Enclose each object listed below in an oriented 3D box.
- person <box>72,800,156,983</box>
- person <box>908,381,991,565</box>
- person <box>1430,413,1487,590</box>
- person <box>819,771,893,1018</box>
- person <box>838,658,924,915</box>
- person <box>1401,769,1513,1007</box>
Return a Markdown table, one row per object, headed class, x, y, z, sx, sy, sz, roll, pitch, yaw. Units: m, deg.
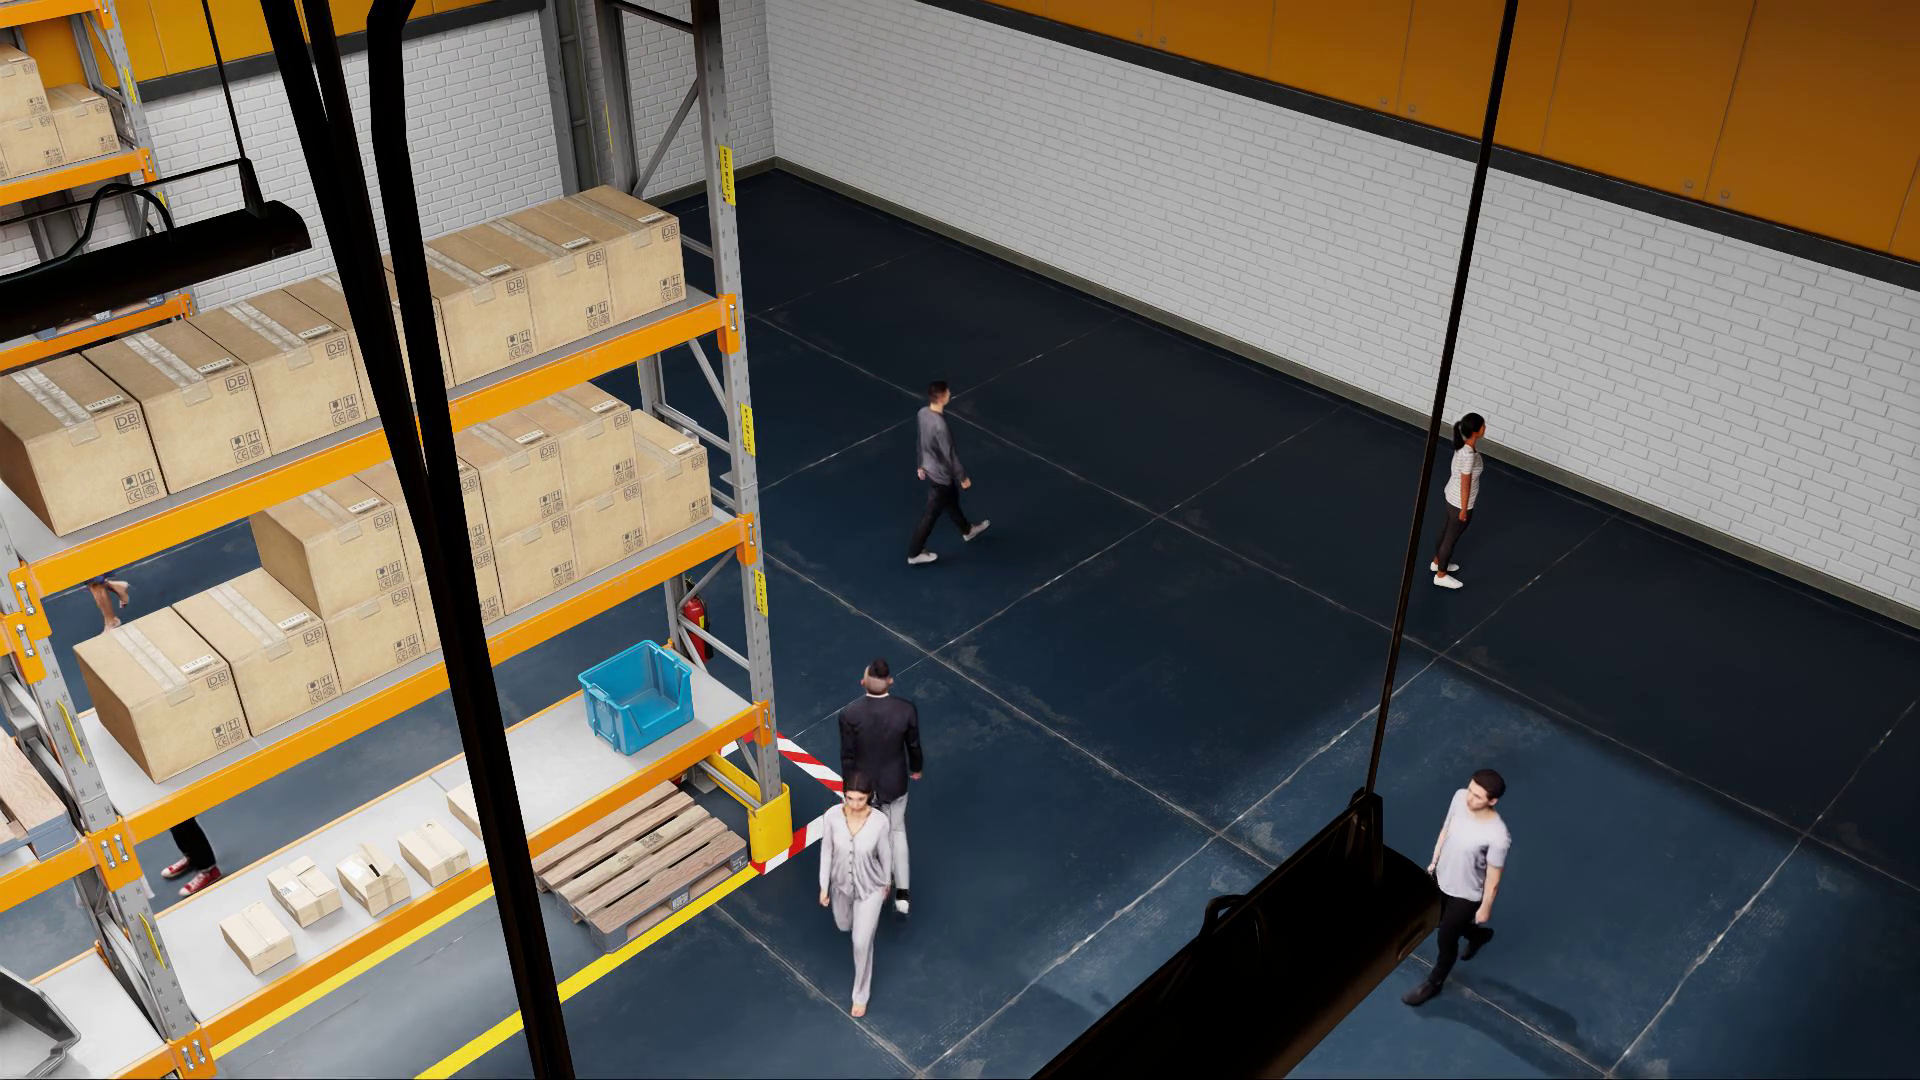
| class | x | y | z | sx | sy | sz | roll | pitch | yaw |
| --- | --- | --- | --- | --- | --- | --- | --- | --- | --- |
| person | -5.346 | 2.103 | 10.439 | 0.657 | 1.775 | 0.667 | -24 | 40 | -31 |
| person | -0.247 | -0.540 | 14.467 | 1.167 | 1.719 | 0.900 | -13 | 36 | -19 |
| person | 4.281 | -0.364 | 14.269 | 0.723 | 1.645 | 0.640 | 5 | 34 | 8 |
| person | -0.640 | 2.103 | 10.467 | 0.949 | 1.744 | 1.128 | 7 | 34 | 10 |
| person | -0.519 | 1.642 | 11.009 | 1.250 | 1.913 | 1.234 | -4 | 34 | -5 |
| person | 3.176 | 2.123 | 10.340 | 1.058 | 1.852 | 0.903 | -12 | 35 | -17 |
